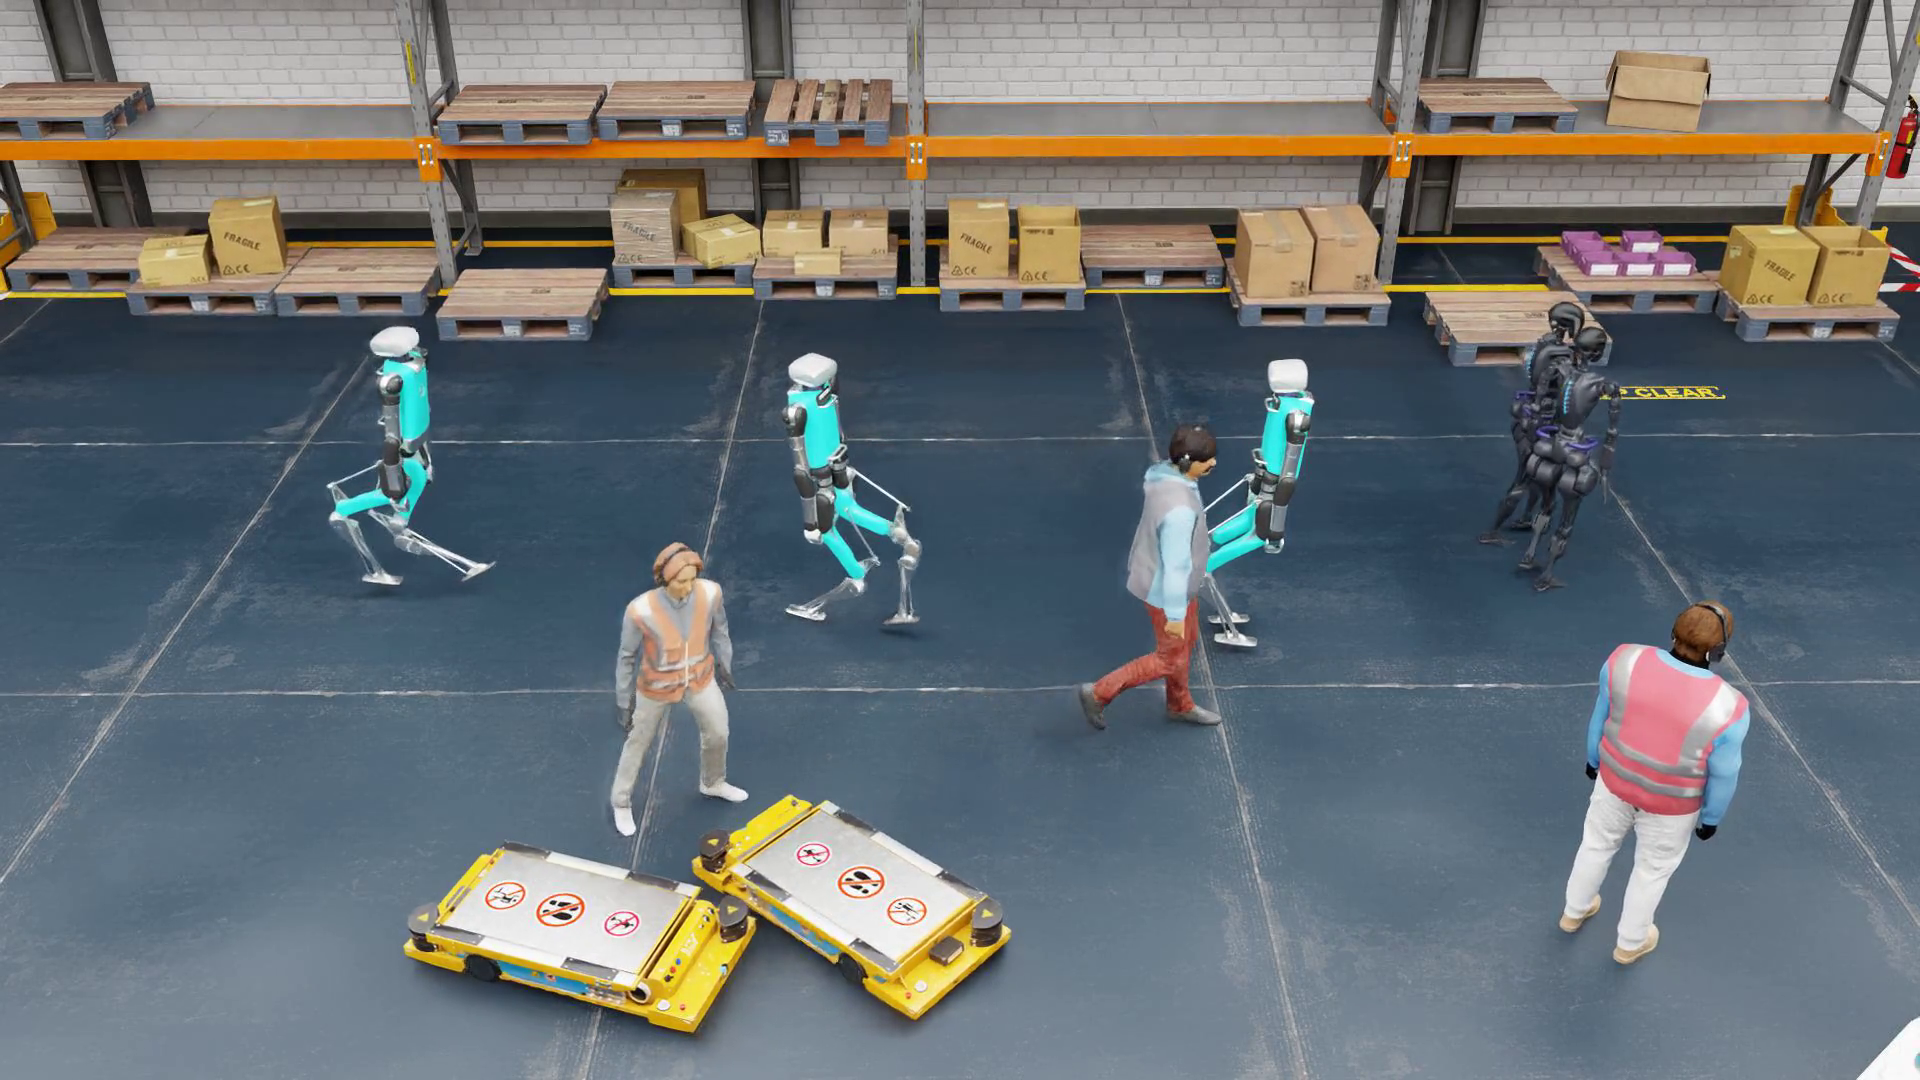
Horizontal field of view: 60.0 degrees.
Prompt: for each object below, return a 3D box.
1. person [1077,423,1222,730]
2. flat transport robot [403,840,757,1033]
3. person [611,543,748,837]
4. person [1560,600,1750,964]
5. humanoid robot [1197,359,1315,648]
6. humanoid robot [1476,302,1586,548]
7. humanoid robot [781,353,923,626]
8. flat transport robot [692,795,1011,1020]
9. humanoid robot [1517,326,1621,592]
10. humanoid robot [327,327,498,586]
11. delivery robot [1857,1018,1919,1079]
[{"bbox_3d":[1.019,0.226,8.491,0.715,1.850,0.563,2,31,3],"label":"person"},{"bbox_3d":[-1.707,1.758,7.484,1.431,0.231,0.659,10,32,16],"label":"flat transport robot"},{"bbox_3d":[-1.416,0.696,7.962,0.671,1.596,0.443,-19,36,-28],"label":"person"},{"bbox_3d":[2.985,1.051,7.149,0.637,1.830,0.429,26,40,36],"label":"person"},{"bbox_3d":[1.527,-0.197,9.215,0.718,1.693,0.532,0,31,-1],"label":"humanoid robot"},{"bbox_3d":[3.552,-0.692,10.211,0.534,1.649,0.589,0,31,0],"label":"humanoid robot"},{"bbox_3d":[-0.544,-0.169,9.315,1.029,1.761,0.538,11,33,18],"label":"humanoid robot"},{"bbox_3d":[-0.520,1.633,7.692,1.431,0.231,0.659,24,38,34],"label":"flat transport robot"},{"bbox_3d":[3.589,-0.476,9.839,0.326,1.645,0.589,-26,40,-36],"label":"humanoid robot"},{"bbox_3d":[-3.332,-0.415,9.688,1.060,1.729,0.550,2,31,4],"label":"humanoid robot"},{"bbox_3d":[3.676,2.220,6.455,0.807,0.613,0.499,-23,38,-33],"label":"delivery robot"}]
